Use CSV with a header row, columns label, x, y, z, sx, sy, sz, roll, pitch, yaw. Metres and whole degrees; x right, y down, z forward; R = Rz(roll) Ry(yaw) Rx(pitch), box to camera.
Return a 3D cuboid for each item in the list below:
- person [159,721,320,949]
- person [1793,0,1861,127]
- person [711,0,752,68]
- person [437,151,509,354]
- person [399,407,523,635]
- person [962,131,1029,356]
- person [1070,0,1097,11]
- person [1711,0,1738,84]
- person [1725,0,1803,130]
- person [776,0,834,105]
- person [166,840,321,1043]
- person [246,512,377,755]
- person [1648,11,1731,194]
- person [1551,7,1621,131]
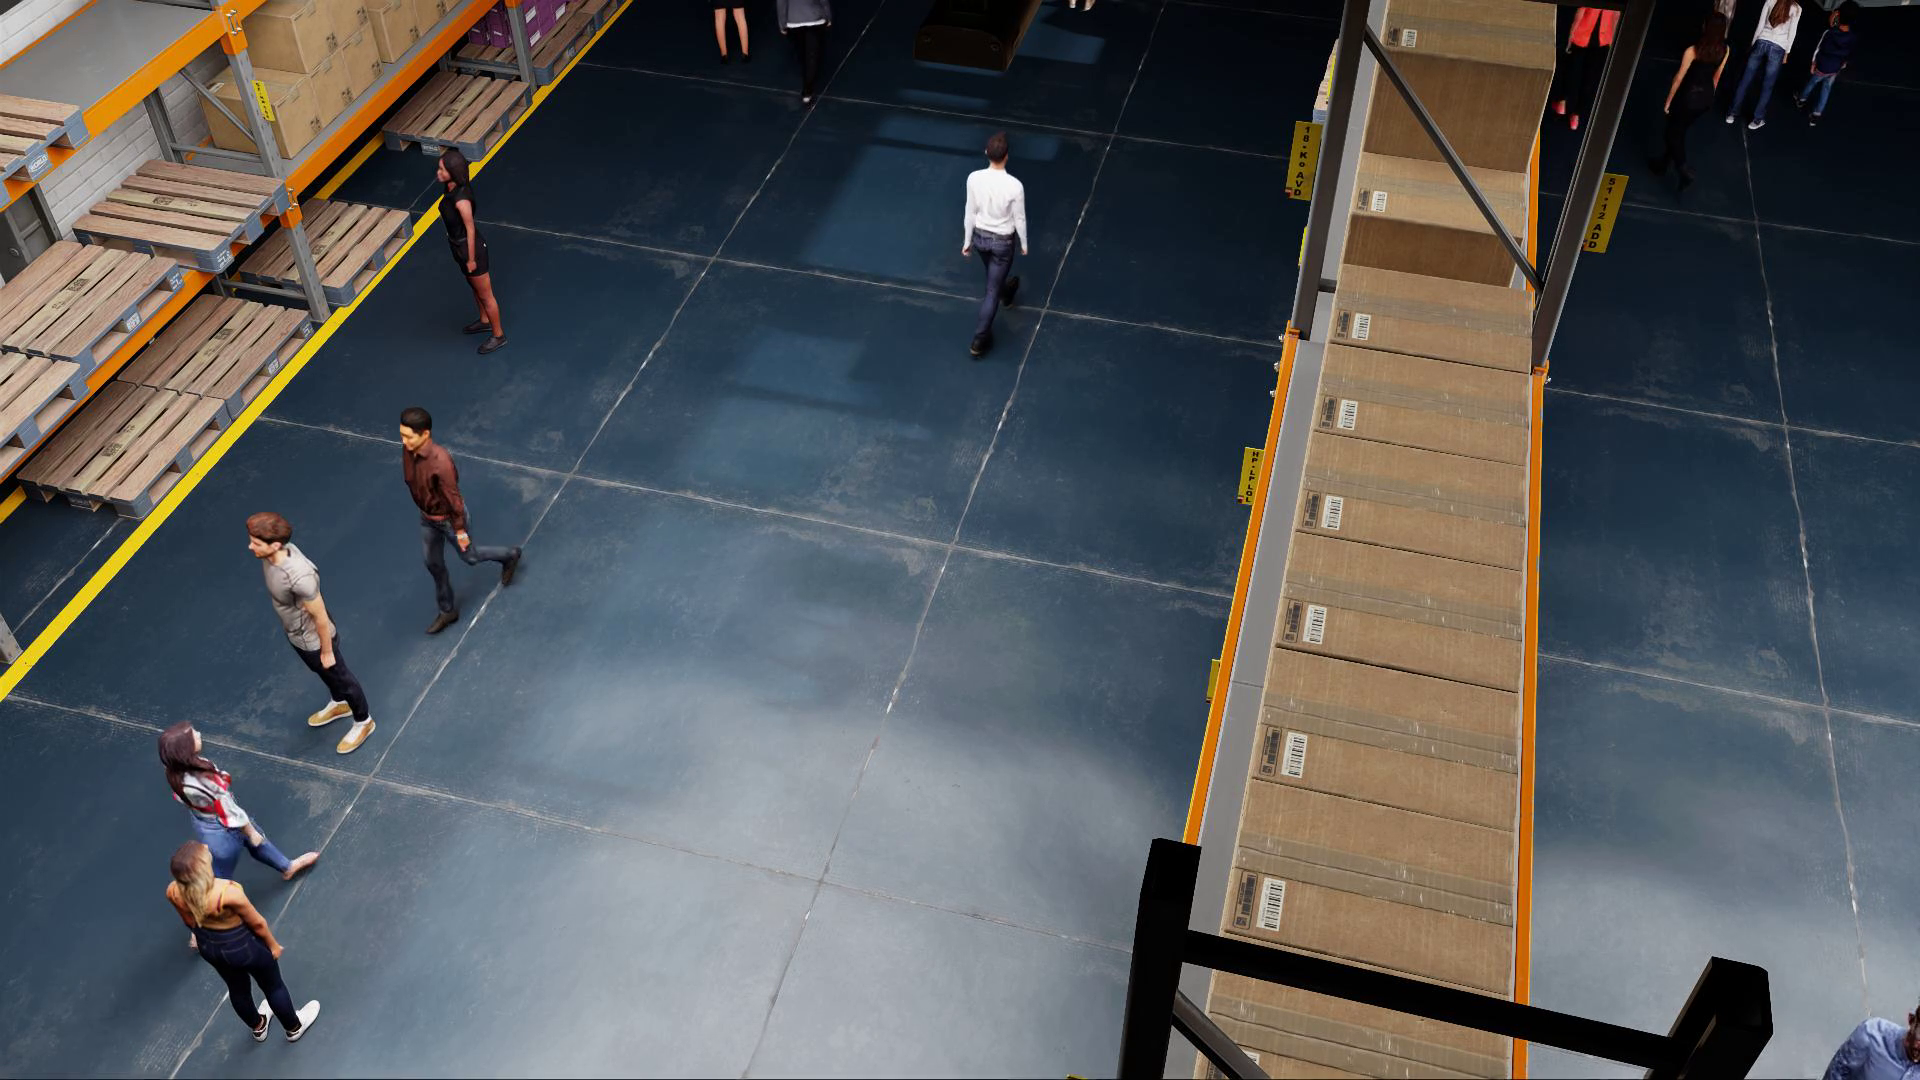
label,x,y,z,sx,sy,sz,roll,pitch,yaw
person,-4.168,1.645,9.214,0.920,1.576,1.176,28,50,26
person,8.375,-4.564,15.999,0.553,1.207,0.744,8,44,9
person,-2.353,-5.572,16.718,0.617,1.675,0.591,-5,44,-5
person,-3.911,-2.307,13.245,0.721,1.738,0.669,-24,48,-23
person,-3.341,-0.195,11.019,0.888,1.750,1.172,24,49,23
person,0.239,-2.302,13.180,0.787,1.820,1.268,18,47,18
person,1.340,-6.530,17.636,0.589,1.795,0.508,13,45,13
person,7.558,-5.133,16.607,0.588,1.192,0.483,1,44,1
person,7.716,-4.689,15.876,0.599,1.559,0.620,27,50,25
person,-1.529,-5.024,16.225,0.727,1.561,1.036,7,44,7
person,-3.791,2.116,8.682,0.592,1.628,0.557,5,44,5
person,-3.963,0.543,10.141,0.734,1.893,0.721,34,53,31
person,6.612,-3.902,14.968,0.840,1.670,1.077,-5,44,-6
person,5.985,-4.682,15.782,0.654,1.677,0.721,5,44,5
